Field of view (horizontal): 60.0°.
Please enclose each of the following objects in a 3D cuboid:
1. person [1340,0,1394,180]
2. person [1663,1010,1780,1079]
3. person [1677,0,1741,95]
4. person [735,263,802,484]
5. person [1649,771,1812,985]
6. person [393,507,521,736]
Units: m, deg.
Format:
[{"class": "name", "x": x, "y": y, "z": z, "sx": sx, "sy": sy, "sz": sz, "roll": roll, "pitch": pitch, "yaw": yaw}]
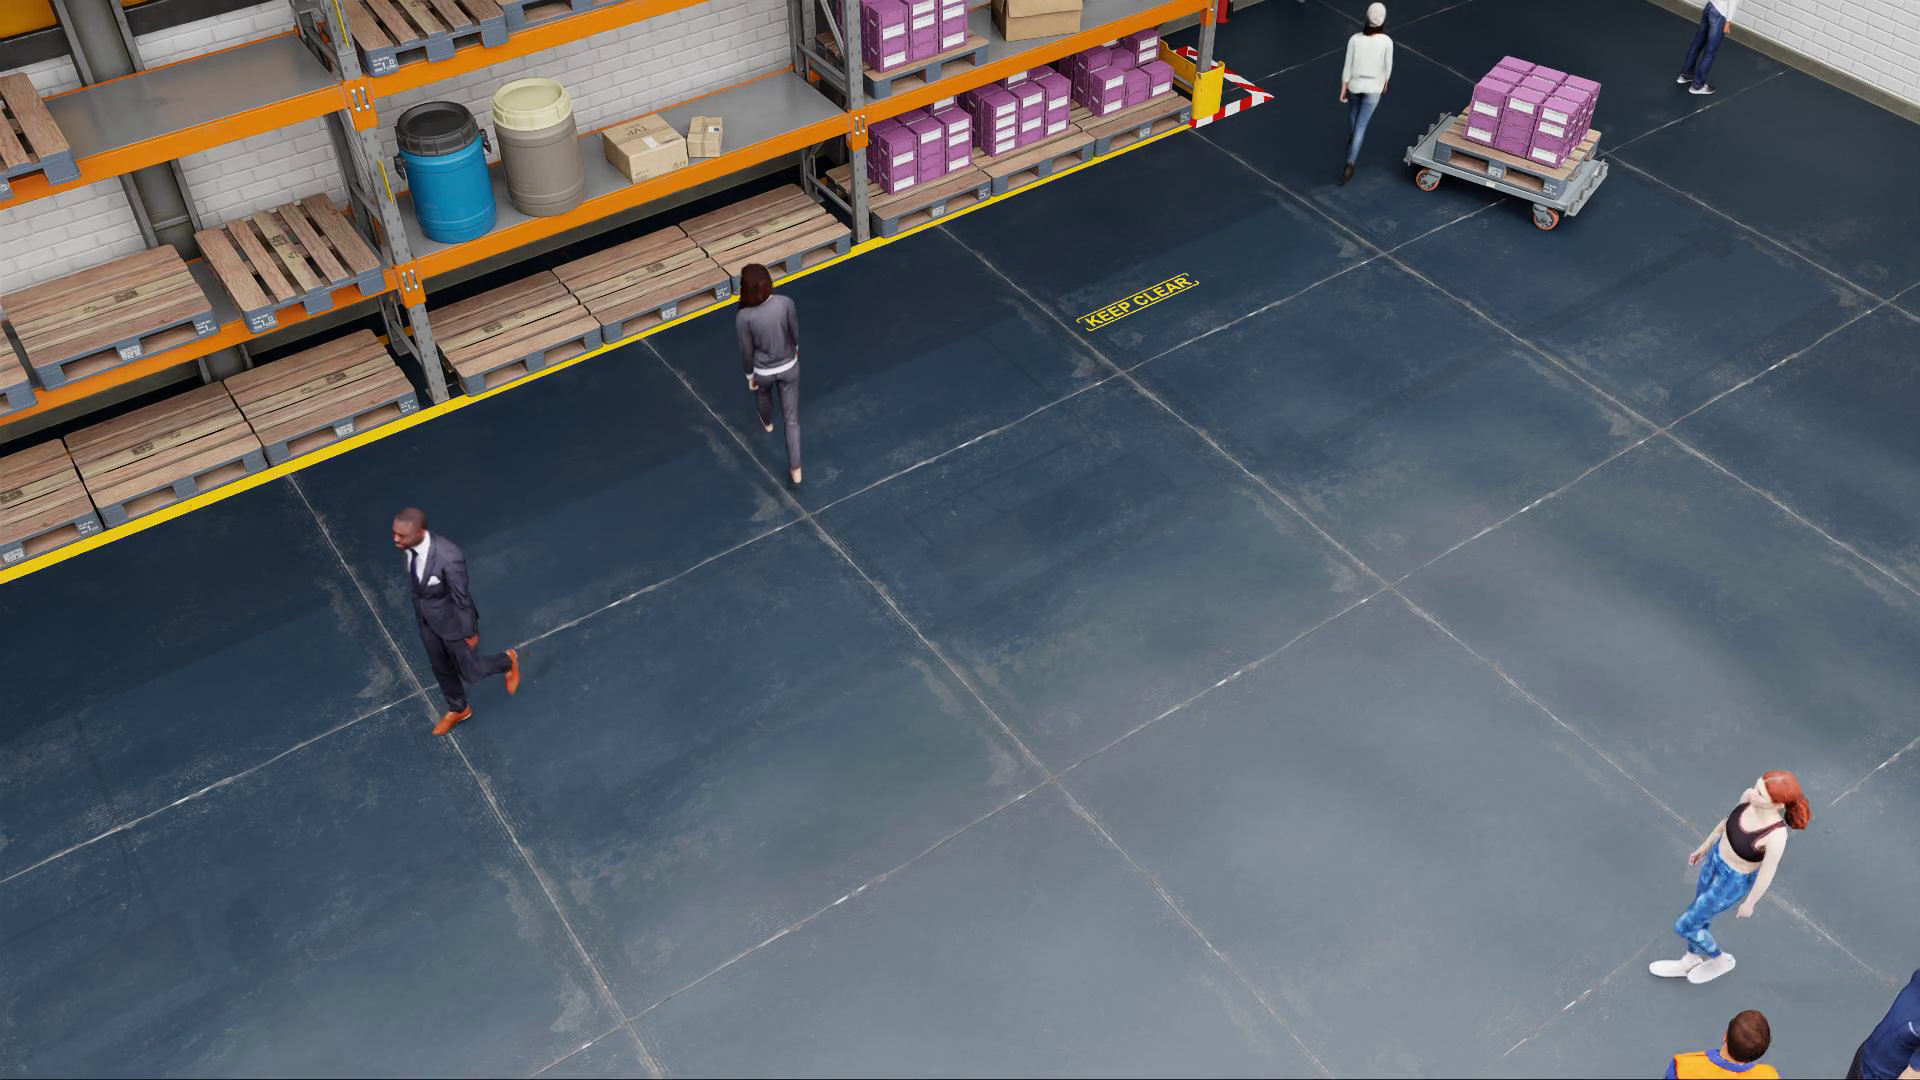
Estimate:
[{"class": "person", "x": 3.713, "y": -4.100, "z": 15.284, "sx": 0.995, "sy": 1.601, "sz": 1.201, "roll": 14, "pitch": 45, "yaw": 15}, {"class": "person", "x": 3.432, "y": 2.877, "z": 7.802, "sx": 1.209, "sy": 1.819, "sz": 1.305, "roll": 10, "pitch": 45, "yaw": 11}, {"class": "person", "x": 7.500, "y": -5.216, "z": 16.488, "sx": 0.604, "sy": 1.555, "sz": 0.602, "roll": -8, "pitch": 44, "yaw": -9}, {"class": "person", "x": -1.330, "y": -1.196, "z": 12.151, "sx": 1.181, "sy": 1.717, "sz": 0.956, "roll": -11, "pitch": 45, "yaw": -11}, {"class": "person", "x": 4.192, "y": 1.829, "z": 8.935, "sx": 0.812, "sy": 1.775, "sz": 0.746, "roll": 2, "pitch": 44, "yaw": 3}, {"class": "person", "x": -3.144, "y": 0.458, "z": 10.352, "sx": 0.898, "sy": 1.804, "sz": 1.032, "roll": 23, "pitch": 48, "yaw": 23}]
